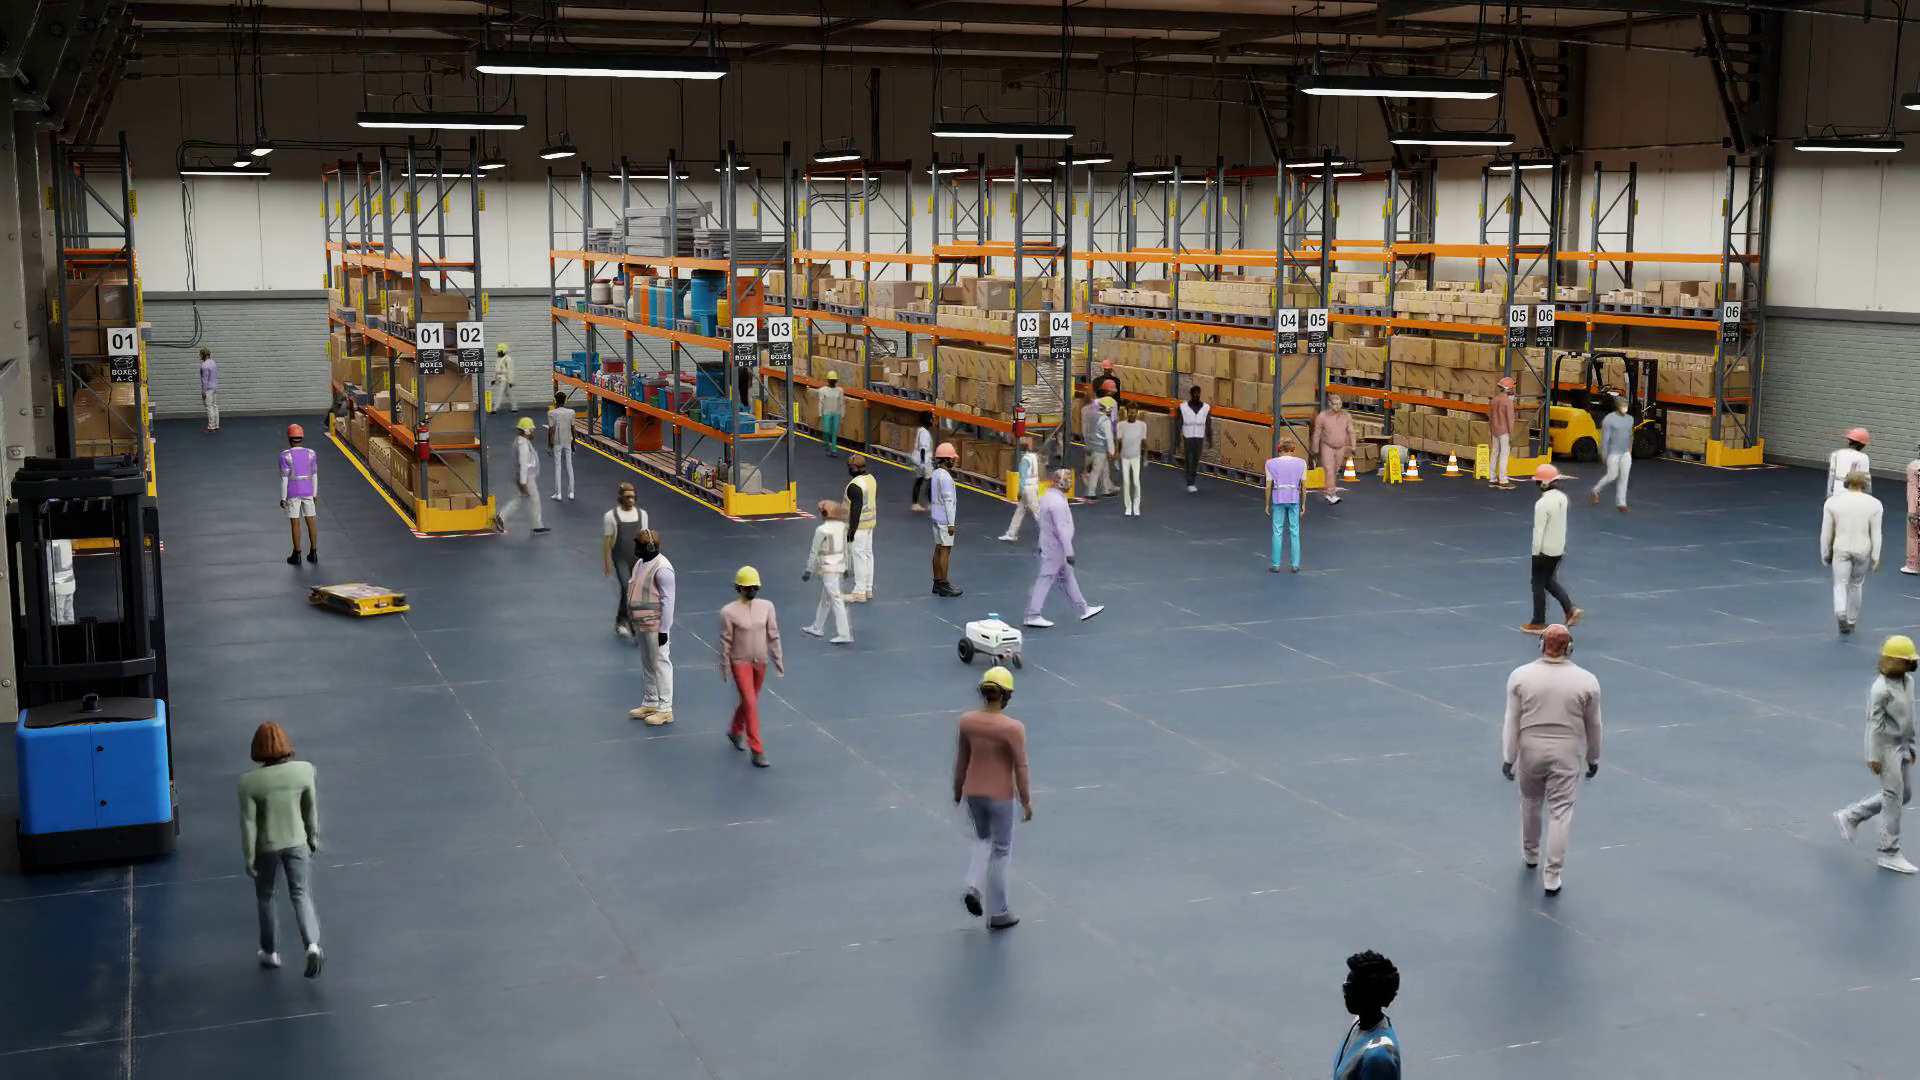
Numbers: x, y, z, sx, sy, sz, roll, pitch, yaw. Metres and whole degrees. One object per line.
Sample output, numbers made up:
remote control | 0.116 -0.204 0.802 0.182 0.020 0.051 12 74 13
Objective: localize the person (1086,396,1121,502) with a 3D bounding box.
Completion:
person | 2.492 -1.550 35.646 0.798 1.791 0.617 -3 9 -19

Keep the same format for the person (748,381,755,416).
person | -5.307 -3.851 50.909 0.567 1.842 0.956 6 10 34

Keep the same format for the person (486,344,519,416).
person | -11.334 -3.971 51.843 0.924 1.786 0.601 -6 10 -34

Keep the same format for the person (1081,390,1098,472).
person | 2.527 -2.014 39.394 0.503 1.598 0.797 -2 9 -16

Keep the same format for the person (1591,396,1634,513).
person | 10.769 -1.425 34.429 0.632 1.924 0.671 -4 10 -26

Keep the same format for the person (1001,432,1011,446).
person | 0.928 -2.889 44.178 0.642 1.909 0.880 -3 9 -20

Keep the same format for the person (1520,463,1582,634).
person | 6.785 0.106 24.018 0.571 1.973 0.631 8 12 44

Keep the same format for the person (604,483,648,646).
person | -3.757 0.246 23.676 0.521 1.804 0.967 -5 10 -31

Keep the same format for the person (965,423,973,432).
person | 0.289 -3.396 47.649 0.570 1.890 0.764 -4 10 -26

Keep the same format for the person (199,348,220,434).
person | -17.026 -3.389 47.470 0.362 1.933 0.633 0 9 0

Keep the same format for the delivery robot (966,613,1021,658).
delivery robot | 0.357 1.028 22.412 0.477 0.478 0.707 -5 10 -29

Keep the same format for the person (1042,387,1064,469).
person | 1.856 -2.345 40.675 0.599 1.893 0.933 -2 9 -15

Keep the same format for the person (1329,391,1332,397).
person | 8.463 -3.510 49.198 0.558 1.649 0.878 -3 9 -21

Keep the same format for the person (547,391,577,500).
person | -6.837 -1.629 35.935 0.513 1.872 0.328 -5 10 -28

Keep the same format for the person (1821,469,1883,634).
person | 10.195 0.150 23.965 0.648 1.910 0.805 3 9 20

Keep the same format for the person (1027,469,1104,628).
person | 1.233 0.095 24.488 0.981 1.852 0.660 -1 9 -5

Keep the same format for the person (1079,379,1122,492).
person | 2.488 -1.876 37.212 0.991 1.996 0.610 8 12 43

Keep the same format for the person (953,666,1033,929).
person | 0.221 1.718 14.060 0.619 1.733 0.429 6 10 35

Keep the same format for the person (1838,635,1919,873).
person | 6.790 1.529 15.358 0.500 1.725 0.595 -8 11 -42

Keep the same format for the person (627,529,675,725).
person | -2.924 0.808 19.784 0.429 1.842 0.632 -5 10 -32

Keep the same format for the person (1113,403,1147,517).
person | 2.739 -1.290 33.752 0.525 1.840 0.754 1 9 8

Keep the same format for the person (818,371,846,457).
person | -2.587 -2.550 42.440 0.552 1.750 0.365 -3 9 -20

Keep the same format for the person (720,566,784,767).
person | -1.871 1.066 18.469 0.536 1.730 0.887 -6 10 -35

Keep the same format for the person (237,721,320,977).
person | -4.239 1.927 13.092 0.505 1.610 0.741 -6 10 -33

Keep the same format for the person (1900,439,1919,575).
person | 12.986 -0.427 27.981 0.660 1.863 0.816 -1 9 -4

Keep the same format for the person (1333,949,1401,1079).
person | 1.690 2.535 8.738 0.315 1.699 0.541 1 9 4

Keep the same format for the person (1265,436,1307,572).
person | 4.413 -0.486 28.390 0.566 1.847 0.389 0 9 0

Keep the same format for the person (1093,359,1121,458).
person | 2.973 -2.660 42.389 0.612 1.996 0.388 -3 9 -18

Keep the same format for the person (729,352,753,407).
person | -5.331 -3.855 50.349 0.697 2.000 0.652 0 9 -2

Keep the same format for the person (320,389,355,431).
person | -14.170 -3.436 47.872 0.965 1.915 0.680 -4 9 -25

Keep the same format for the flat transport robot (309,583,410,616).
flat transport robot | -7.394 0.716 25.746 0.652 0.197 1.431 -7 11 -41

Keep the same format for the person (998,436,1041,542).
person | 1.014 -0.738 30.918 0.876 1.596 0.529 2 9 12

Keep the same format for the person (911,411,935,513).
person | -0.512 -1.270 34.208 0.633 1.656 0.548 -1 9 -7

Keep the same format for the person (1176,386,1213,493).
person | 4.142 -1.757 36.748 0.611 1.871 0.957 -1 9 -10

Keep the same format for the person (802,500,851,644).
person | -1.537 0.354 23.574 0.801 1.601 0.533 5 10 28

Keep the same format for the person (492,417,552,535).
person | -6.675 -0.969 31.792 0.815 1.803 0.591 -3 9 -22

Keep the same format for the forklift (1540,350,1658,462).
forklift | 12.897 -2.725 42.309 2.313 2.155 1.214 -3 9 -21

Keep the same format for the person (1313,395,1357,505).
person | 6.321 -1.518 35.304 0.641 1.842 1.049 -2 9 -15

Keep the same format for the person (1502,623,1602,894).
person | 4.234 1.518 14.970 0.670 1.862 0.946 3 9 18

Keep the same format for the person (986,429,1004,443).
person | 0.809 -3.034 45.500 0.557 1.832 1.063 -4 10 -27

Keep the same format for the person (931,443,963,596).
person | -0.184 -0.269 26.633 0.350 1.941 0.545 -3 9 -19

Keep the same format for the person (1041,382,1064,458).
person | 1.872 -2.678 42.537 0.624 1.997 1.020 -1 9 -7

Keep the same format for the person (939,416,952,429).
person | -0.363 -3.080 46.493 0.509 1.611 0.703 -2 9 -12

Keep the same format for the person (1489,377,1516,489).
person | 9.716 -1.918 37.450 0.393 1.990 0.617 -3 9 -22

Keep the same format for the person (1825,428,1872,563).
person | 12.454 -0.631 29.297 0.998 1.864 0.552 -5 10 -28

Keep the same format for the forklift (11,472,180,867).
forklift | -6.630 0.886 15.957 1.129 2.768 1.873 -3 9 -21

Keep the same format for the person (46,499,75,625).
person | -9.267 0.510 21.411 0.406 1.947 0.606 0 9 1

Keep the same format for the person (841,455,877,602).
person | -1.273 -0.155 26.225 0.429 1.837 0.621 3 9 18

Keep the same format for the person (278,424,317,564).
person | -9.223 -0.649 29.171 0.547 1.939 0.376 -7 11 -40
